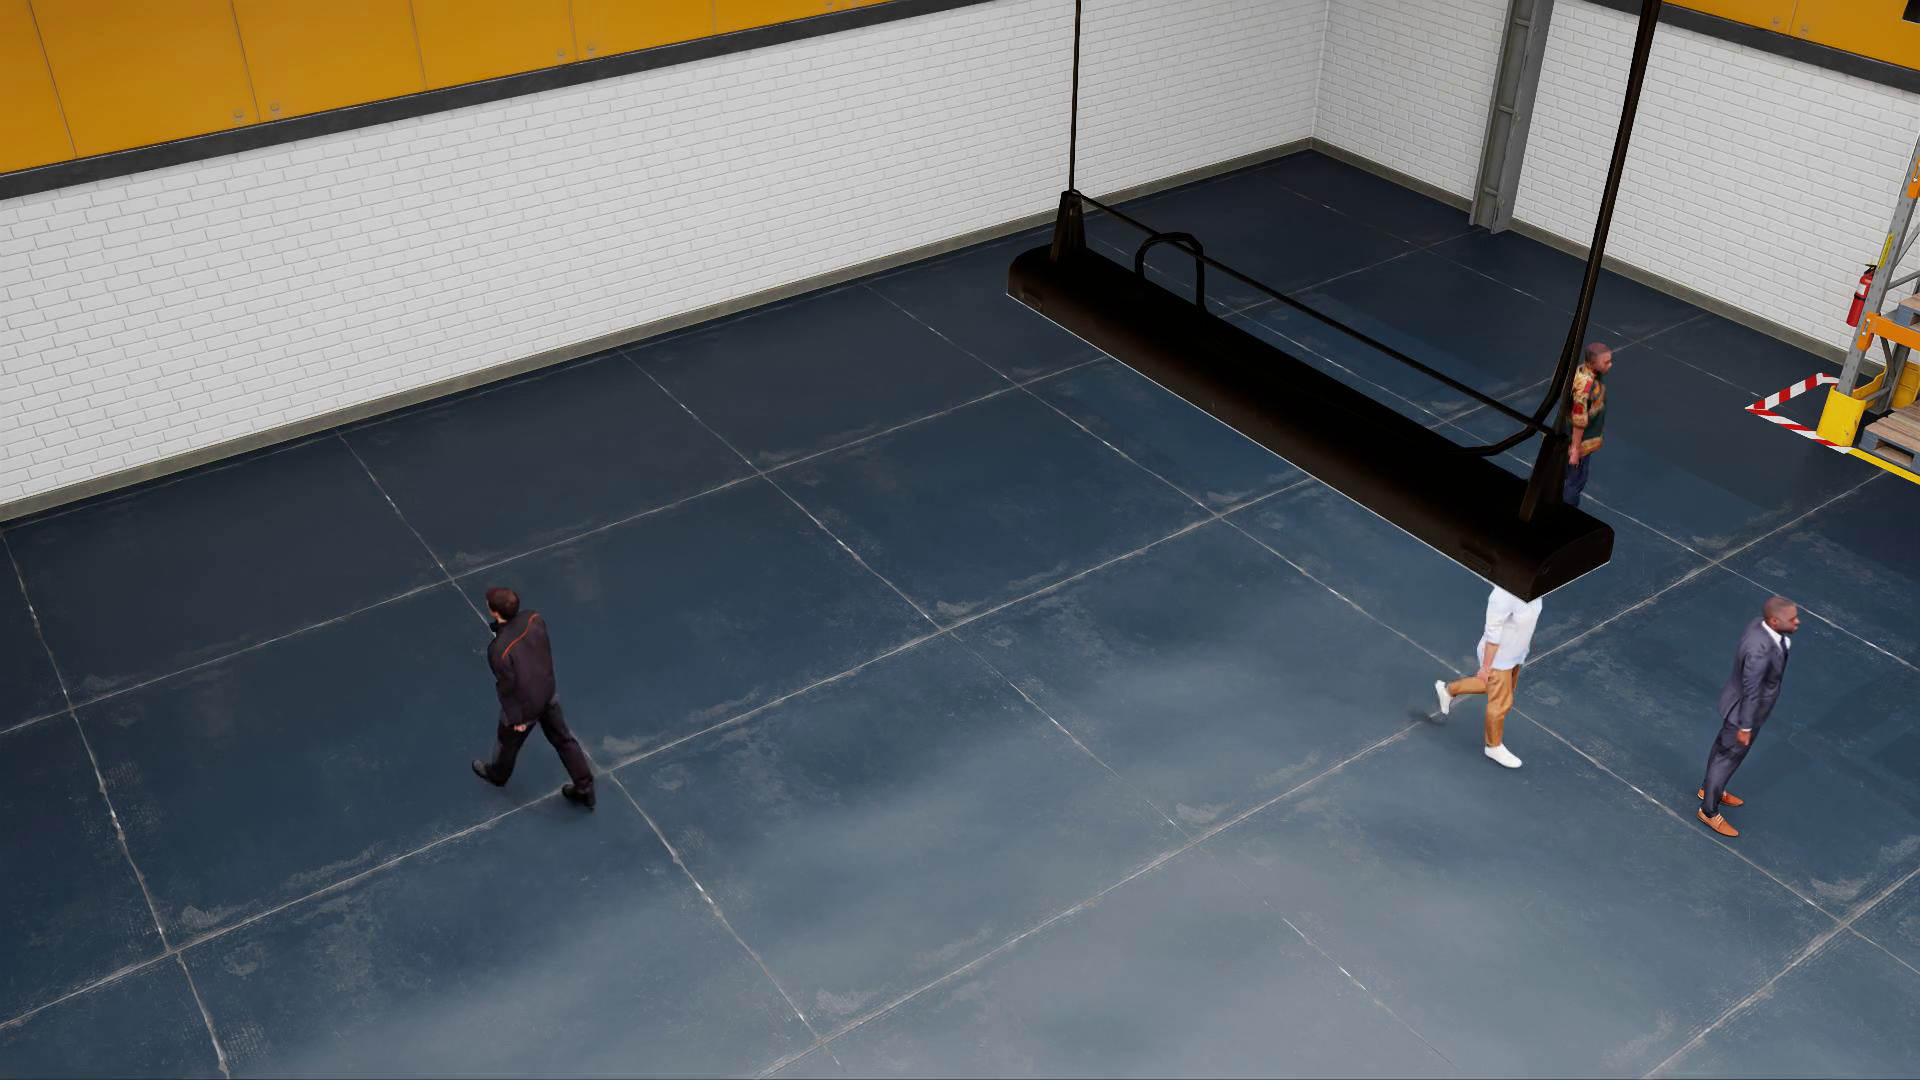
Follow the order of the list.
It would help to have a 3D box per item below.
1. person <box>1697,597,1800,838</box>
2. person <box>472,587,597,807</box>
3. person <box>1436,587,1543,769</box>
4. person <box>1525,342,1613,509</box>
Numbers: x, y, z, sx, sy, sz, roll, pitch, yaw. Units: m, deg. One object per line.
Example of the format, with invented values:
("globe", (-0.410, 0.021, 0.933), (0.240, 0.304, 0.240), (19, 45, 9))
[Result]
("person", (5.302, 1.139, 11.232), (0.774, 1.824, 0.785), (17, 37, 23))
("person", (-2.847, 1.116, 11.309), (1.300, 1.778, 1.070), (16, 37, 23))
("person", (3.798, 0.760, 11.819), (1.092, 1.804, 0.846), (25, 41, 32))
("person", (5.260, -0.907, 14.339), (1.074, 1.792, 0.938), (16, 37, 22))
